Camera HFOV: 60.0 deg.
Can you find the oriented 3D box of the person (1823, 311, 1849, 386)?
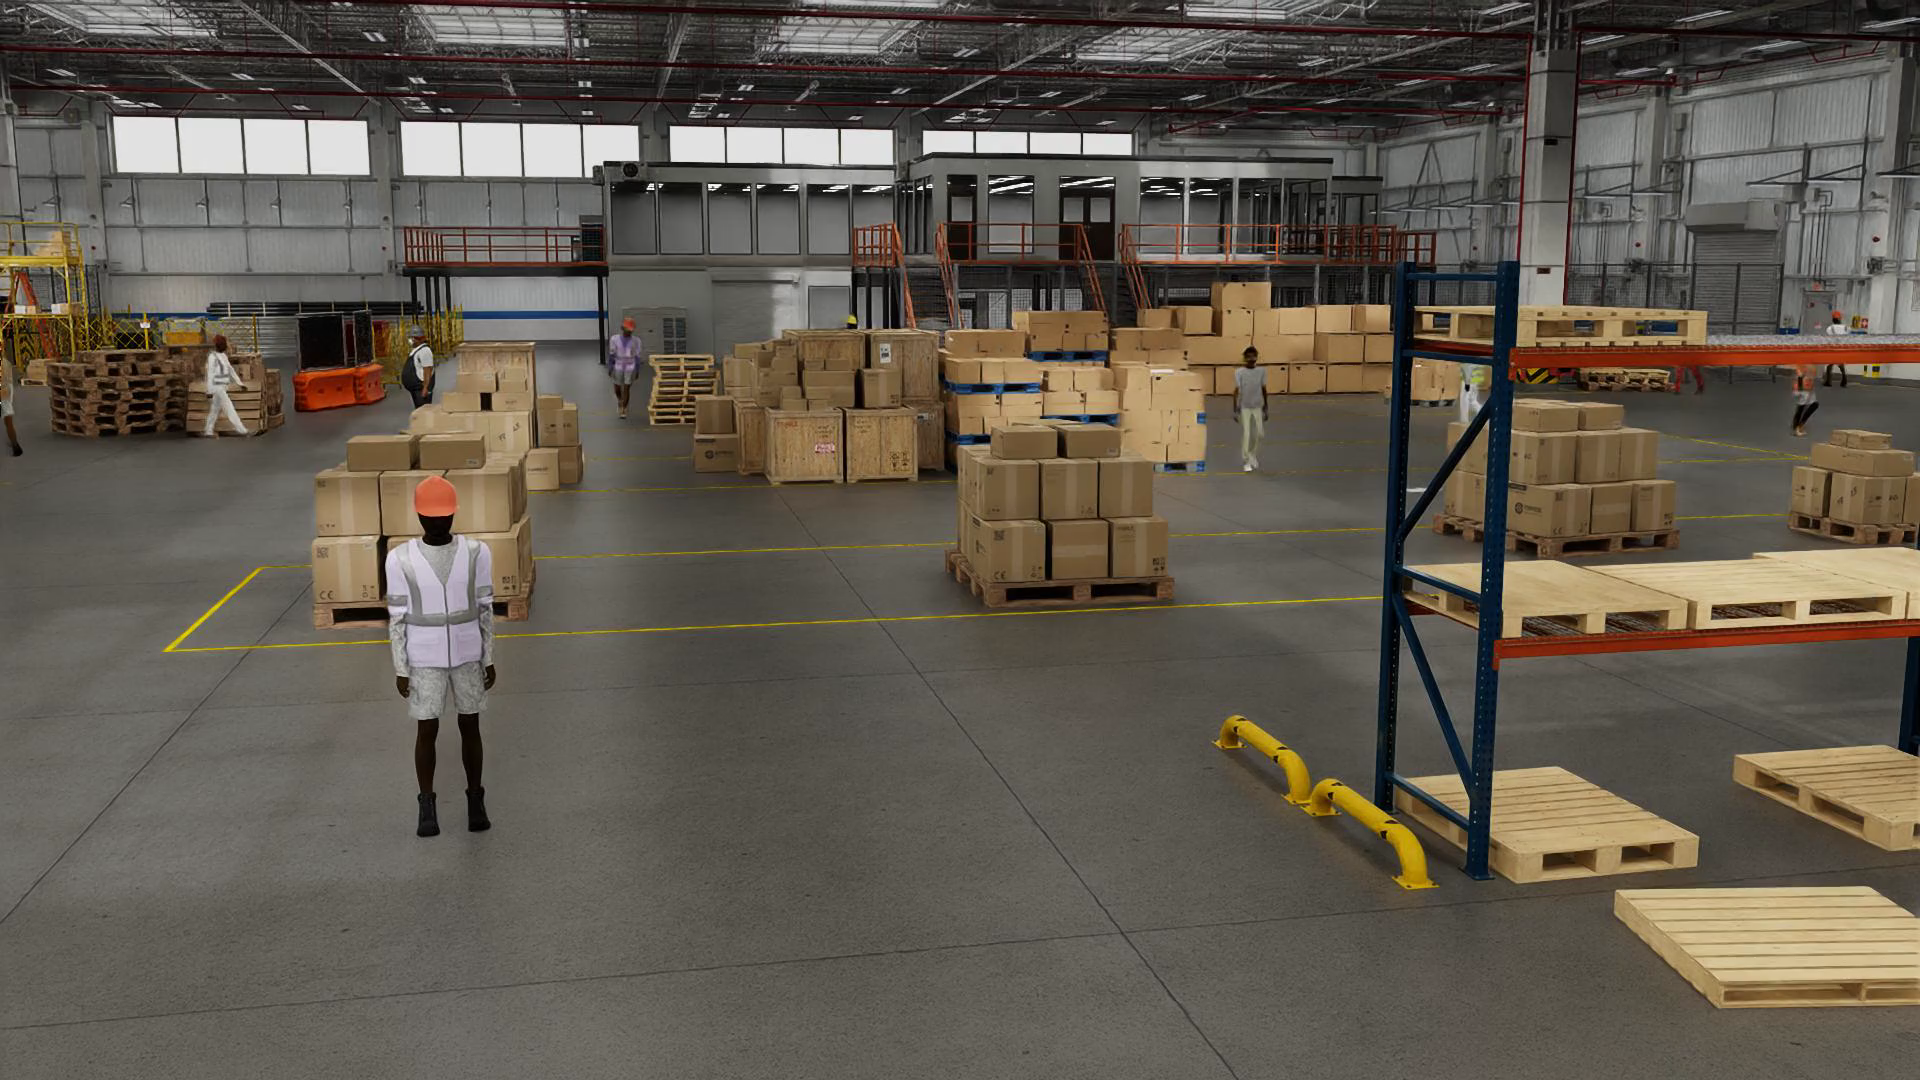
[{"bbox_3d":[22.002,-4.783,41.702,0.544,1.920,0.778,1,9,4],"label":"person"}]

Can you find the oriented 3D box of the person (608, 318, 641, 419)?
[{"bbox_3d":[-6.668,-3.418,33.087,0.652,2.015,0.567,-1,9,-7],"label":"person"}]

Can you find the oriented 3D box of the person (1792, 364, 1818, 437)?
[{"bbox_3d":[14.995,-2.663,29.493,0.548,1.679,0.381,-8,12,-39],"label":"person"}]

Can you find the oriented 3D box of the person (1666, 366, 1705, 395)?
[{"bbox_3d":[17.178,-4.357,39.128,1.027,1.923,0.647,-3,10,-17],"label":"person"}]

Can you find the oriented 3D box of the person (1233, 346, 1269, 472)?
[{"bbox_3d":[4.294,-1.920,24.447,0.564,1.851,0.400,-1,9,-6],"label":"person"}]

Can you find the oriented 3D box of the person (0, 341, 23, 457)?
[{"bbox_3d":[-15.218,-2.239,26.294,0.993,1.883,0.568,9,13,44],"label":"person"}]

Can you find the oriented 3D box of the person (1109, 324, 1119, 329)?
[{"bbox_3d":[2.932,-3.308,32.761,0.640,1.913,0.864,-9,13,-44],"label":"person"}]

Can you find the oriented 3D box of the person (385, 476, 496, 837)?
[{"bbox_3d":[-2.721,0.616,8.785,0.539,1.930,0.385,-4,10,-25],"label":"person"}]

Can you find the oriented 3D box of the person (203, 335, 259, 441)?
[{"bbox_3d":[-12.656,-2.612,28.719,1.003,1.826,0.582,-1,9,-8],"label":"person"}]

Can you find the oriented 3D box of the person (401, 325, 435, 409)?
[{"bbox_3d":[-9.142,-2.609,28.082,0.536,2.000,0.683,-5,11,-29],"label":"person"}]

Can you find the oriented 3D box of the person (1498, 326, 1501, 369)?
[{"bbox_3d":[14.817,-5.398,45.442,0.525,1.928,0.628,4,10,21],"label":"person"}]

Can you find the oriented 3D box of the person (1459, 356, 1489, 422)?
[{"bbox_3d":[9.498,-2.920,30.703,0.564,1.811,0.667,7,11,35],"label":"person"}]

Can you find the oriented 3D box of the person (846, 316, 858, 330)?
[{"bbox_3d":[-2.440,-4.220,38.396,0.958,1.883,0.592,7,12,37],"label":"person"}]

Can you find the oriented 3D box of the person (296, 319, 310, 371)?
[{"bbox_3d":[-15.987,-4.514,40.532,0.312,1.768,0.524,-1,9,-5],"label":"person"}]

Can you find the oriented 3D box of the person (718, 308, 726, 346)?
[{"bbox_3d":[-8.993,-8.240,62.955,0.835,1.865,0.393,8,12,39],"label":"person"}]
